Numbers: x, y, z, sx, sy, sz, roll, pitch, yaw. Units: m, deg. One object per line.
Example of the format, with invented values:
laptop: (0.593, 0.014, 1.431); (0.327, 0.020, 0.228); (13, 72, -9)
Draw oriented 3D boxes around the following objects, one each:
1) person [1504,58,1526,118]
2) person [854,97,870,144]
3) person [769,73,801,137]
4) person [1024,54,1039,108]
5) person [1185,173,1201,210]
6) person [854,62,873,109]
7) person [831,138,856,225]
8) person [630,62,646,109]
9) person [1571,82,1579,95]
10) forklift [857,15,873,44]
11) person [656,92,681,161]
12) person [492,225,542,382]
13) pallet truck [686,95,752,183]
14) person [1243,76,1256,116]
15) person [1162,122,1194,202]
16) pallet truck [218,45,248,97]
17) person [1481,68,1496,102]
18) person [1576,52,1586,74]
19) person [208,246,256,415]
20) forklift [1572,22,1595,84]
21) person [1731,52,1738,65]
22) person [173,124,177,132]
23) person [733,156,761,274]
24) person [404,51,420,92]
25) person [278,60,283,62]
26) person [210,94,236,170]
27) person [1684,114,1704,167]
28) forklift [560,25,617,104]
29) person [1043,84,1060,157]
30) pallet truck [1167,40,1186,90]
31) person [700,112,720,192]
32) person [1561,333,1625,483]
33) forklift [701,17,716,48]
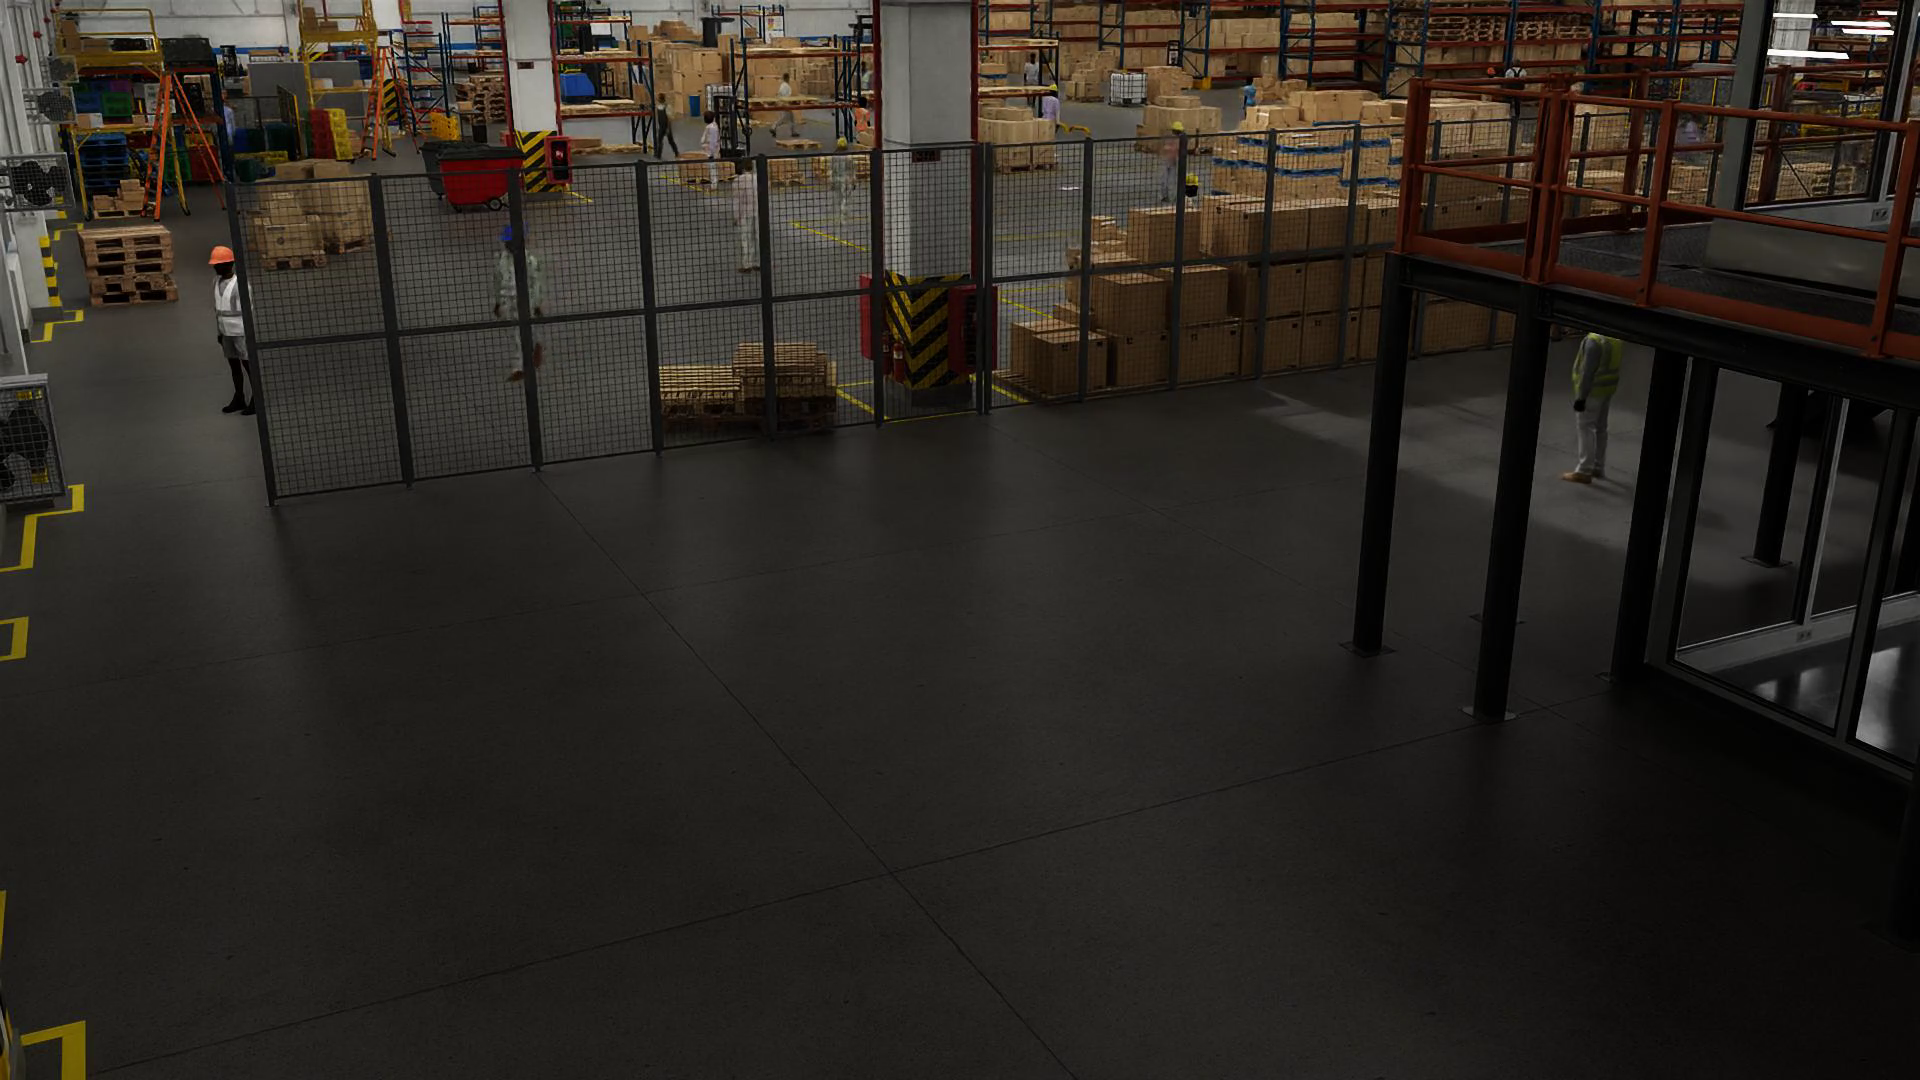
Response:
person: (18.579, -15.136, 55.814); (0.681, 2.000, 0.536); (2, 19, 5)
person: (-2.539, -10.724, 43.544); (0.539, 1.695, 0.318); (15, 24, 37)
person: (-5.297, -13.100, 50.108); (0.890, 1.915, 0.631); (0, 19, -1)
person: (2.612, -16.663, 60.392); (0.623, 1.942, 0.667); (2, 19, 7)
person: (3.507, -4.689, 25.700); (0.368, 1.928, 0.585); (5, 20, 13)
person: (-3.300, -15.189, 56.219); (0.603, 1.868, 0.971); (8, 20, 21)
person: (-2.328, -7.128, 33.102); (0.487, 1.714, 0.771); (2, 19, 6)
person: (-11.565, -16.300, 59.399); (0.562, 1.890, 0.983); (-11, 22, -28)
person: (18.330, -13.045, 50.076); (0.530, 1.833, 0.876); (-1, 19, -4)
forklift: (-4.214, -22.671, 76.390); (1.129, 2.768, 1.873); (-9, 21, -25)
person: (-7.721, -10.847, 43.734); (0.521, 1.814, 0.913); (10, 22, 27)
person: (-5.506, -2.988, 20.780); (0.617, 1.928, 0.811); (7, 20, 21)
pallet truck: (-5.836, -9.608, 39.856); (0.823, 1.965, 1.885); (10, 22, 27)
person: (9.015, -13.611, 51.910); (0.317, 1.695, 0.540); (17, 25, 40)
person: (4.736, -8.192, 36.153); (0.543, 1.718, 0.886); (-16, 25, -38)
pallet truck: (-28.879, -18.665, 66.111); (0.823, 1.965, 1.885); (-3, 19, -9)
person: (16.487, -13.760, 51.979); (0.361, 1.940, 0.543); (13, 23, 33)
person: (24.701, -18.516, 66.129); (0.529, 1.697, 0.321); (13, 23, 33)
person: (-8.306, -2.391, 19.024); (0.543, 1.939, 0.360); (9, 21, 25)
forklift: (24.919, -19.251, 66.476); (1.873, 2.768, 1.129); (-9, 21, -25)
person: (31.460, -19.041, 67.796); (0.521, 1.602, 0.770); (-9, 21, -26)
person: (-24.516, -13.462, 51.582); (0.515, 1.634, 0.313); (13, 23, 33)
person: (-3.532, -5.437, 27.854); (0.352, 1.937, 0.635); (17, 26, 41)
person: (-22.507, -19.335, 68.232); (0.585, 1.882, 0.351); (13, 23, 34)
person: (-22.857, -15.229, 56.238); (0.631, 1.940, 0.372); (-8, 21, -23)
person: (-18.579, -10.310, 41.987); (0.551, 1.935, 0.370); (-10, 21, -26)
person: (16.275, -8.673, 37.096); (0.527, 2.031, 0.637); (10, 21, 26)
forklift: (-14.056, -17.891, 62.534); (1.873, 2.768, 1.129); (-9, 21, -25)
person: (2.491, -11.377, 45.110); (0.399, 1.918, 0.583); (-17, 25, -40)
pallet truck: (9.045, -19.971, 69.895); (0.823, 1.965, 1.885); (-3, 19, -8)
person: (-5.699, -8.841, 37.935); (0.435, 1.807, 0.705); (-6, 20, -16)
person: (6.308, -1.490, 16.560); (0.429, 1.840, 0.631); (17, 25, 40)
forklift: (-10.921, -21.323, 72.480); (1.873, 2.768, 1.129); (-9, 21, -25)
